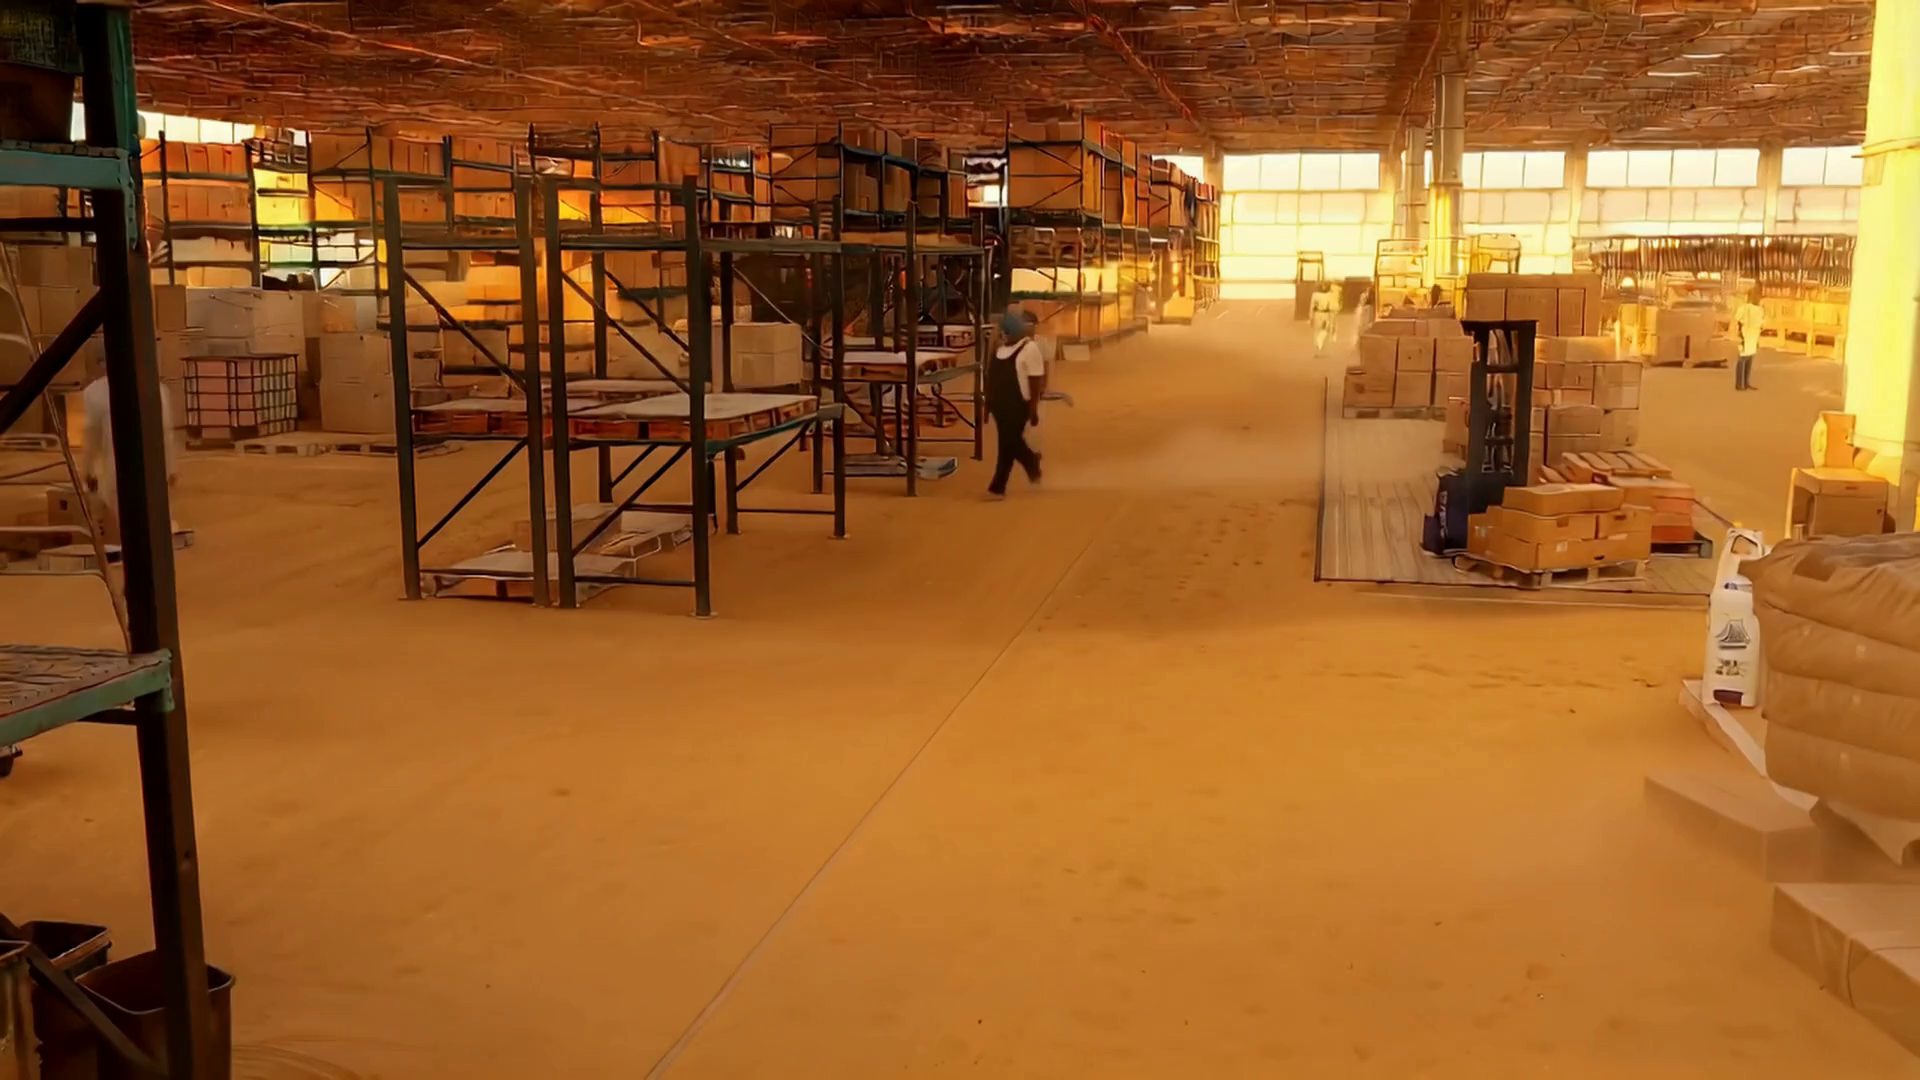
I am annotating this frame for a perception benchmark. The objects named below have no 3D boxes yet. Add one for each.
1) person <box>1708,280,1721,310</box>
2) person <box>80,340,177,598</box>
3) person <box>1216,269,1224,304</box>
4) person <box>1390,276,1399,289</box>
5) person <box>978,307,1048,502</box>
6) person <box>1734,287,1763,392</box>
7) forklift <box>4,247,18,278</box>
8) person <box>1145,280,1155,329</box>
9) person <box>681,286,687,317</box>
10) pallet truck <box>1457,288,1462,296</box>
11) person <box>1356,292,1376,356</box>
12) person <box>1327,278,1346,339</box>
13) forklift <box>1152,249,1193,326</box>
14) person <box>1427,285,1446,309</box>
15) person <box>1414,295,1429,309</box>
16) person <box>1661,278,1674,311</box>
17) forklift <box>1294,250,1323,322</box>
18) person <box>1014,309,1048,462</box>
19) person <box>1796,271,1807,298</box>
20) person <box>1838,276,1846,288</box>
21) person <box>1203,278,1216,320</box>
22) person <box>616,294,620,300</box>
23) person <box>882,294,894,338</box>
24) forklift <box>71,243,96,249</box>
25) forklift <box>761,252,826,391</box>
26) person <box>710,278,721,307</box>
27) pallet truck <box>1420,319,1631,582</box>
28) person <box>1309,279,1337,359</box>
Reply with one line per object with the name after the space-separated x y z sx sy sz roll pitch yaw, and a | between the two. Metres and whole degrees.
32.420 -10.488 71.465 0.654 1.810 0.602 2 10 11 | person
-6.059 -0.517 12.097 0.665 1.922 0.454 1 10 5 | person
14.319 -14.025 92.103 0.551 1.918 0.641 8 12 40 | person
21.790 -12.395 83.326 0.527 1.626 0.327 1 10 8 | person
0.573 -1.437 17.200 0.988 2.000 0.691 -7 12 -35 | person
14.807 -3.757 31.181 0.607 1.957 0.392 -6 11 -32 | person
-27.153 -6.914 47.147 1.129 2.768 1.873 2 10 12 | forklift
6.730 -8.328 58.880 0.387 1.732 0.570 2 10 13 | person
-6.361 -5.052 39.086 1.051 1.880 0.644 -2 10 -13 | person
20.506 -9.785 68.819 0.653 1.274 1.630 2 10 12 | pallet truck
9.936 -5.227 40.659 0.551 1.685 0.366 -3 10 -19 | person
11.625 -7.171 51.595 0.664 1.886 0.640 2 10 13 | person
7.646 -9.320 61.395 1.873 2.768 1.129 2 10 11 | forklift
10.602 -4.704 36.972 0.713 1.900 0.595 -3 10 -17 | person
11.272 -5.224 40.868 0.518 1.610 0.465 -6 12 -34 | person
24.688 -8.223 58.052 0.403 1.817 0.606 7 12 34 | person
13.778 -10.002 65.433 1.129 2.768 1.873 2 10 12 | forklift
0.835 -1.882 20.329 0.513 1.876 0.328 6 11 32 | person
39.133 -11.567 77.388 0.620 1.995 1.083 1 10 8 | person
37.186 -10.252 70.216 0.329 1.765 0.533 0 10 0 | person
10.195 -9.847 67.927 0.525 1.725 0.890 1 10 5 | person
-8.434 -5.240 40.933 0.524 1.633 0.314 0 10 -2 | person
-1.950 -5.527 42.717 0.823 1.607 0.509 -6 11 -33 | person
-19.381 -5.265 37.381 1.873 2.768 1.129 2 10 12 | forklift
-3.276 -4.250 31.370 1.129 2.768 1.873 2 10 12 | forklift
-7.433 -6.981 50.446 0.511 1.897 0.651 8 13 40 | person
4.543 -0.757 13.299 0.823 1.965 1.885 -4 10 -22 | pallet truck
9.066 -5.506 41.501 0.656 1.989 0.835 4 11 24 | person
